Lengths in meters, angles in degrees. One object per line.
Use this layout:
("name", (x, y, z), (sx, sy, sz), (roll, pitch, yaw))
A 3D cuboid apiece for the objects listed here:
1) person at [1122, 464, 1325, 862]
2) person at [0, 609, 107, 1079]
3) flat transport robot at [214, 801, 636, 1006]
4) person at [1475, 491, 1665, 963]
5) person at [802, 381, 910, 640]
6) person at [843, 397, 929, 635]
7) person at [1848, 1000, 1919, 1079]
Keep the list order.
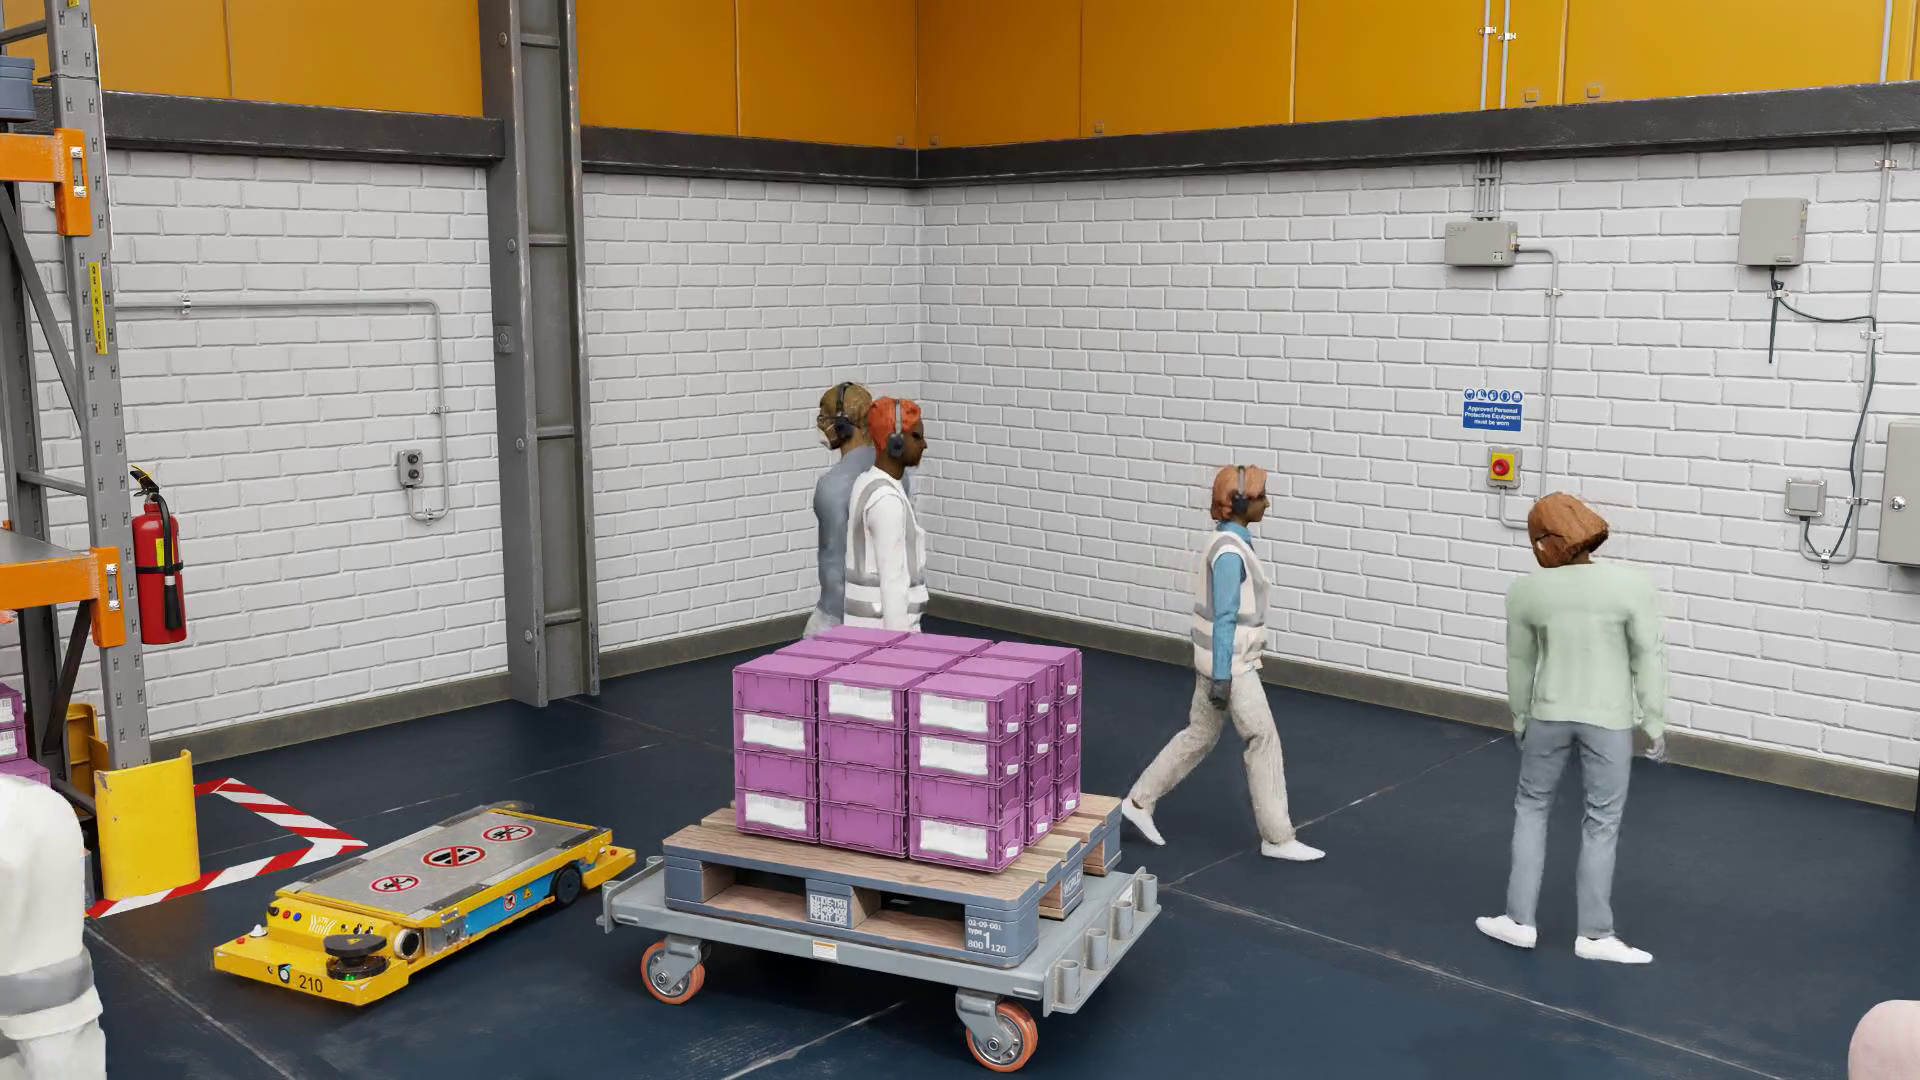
("person", (1.032, 0.484, 6.674), (0.815, 1.605, 0.524), (1, 9, 7))
("person", (-1.588, 0.960, 2.488), (0.631, 2.023, 0.711), (0, 9, 0))
("flat transport robot", (-1.872, 1.259, 6.004), (0.652, 0.197, 1.431), (5, 10, 26))
("person", (2.146, 0.643, 5.714), (0.594, 1.612, 0.311), (7, 12, 38))
("person", (-0.416, 0.289, 6.930), (0.861, 1.911, 0.635), (5, 11, 28))
("person", (-0.327, 0.362, 6.609), (0.563, 1.869, 0.594), (-1, 9, -6))
("person", (1.416, 1.138, 2.180), (0.524, 1.769, 0.309), (4, 10, 21))
